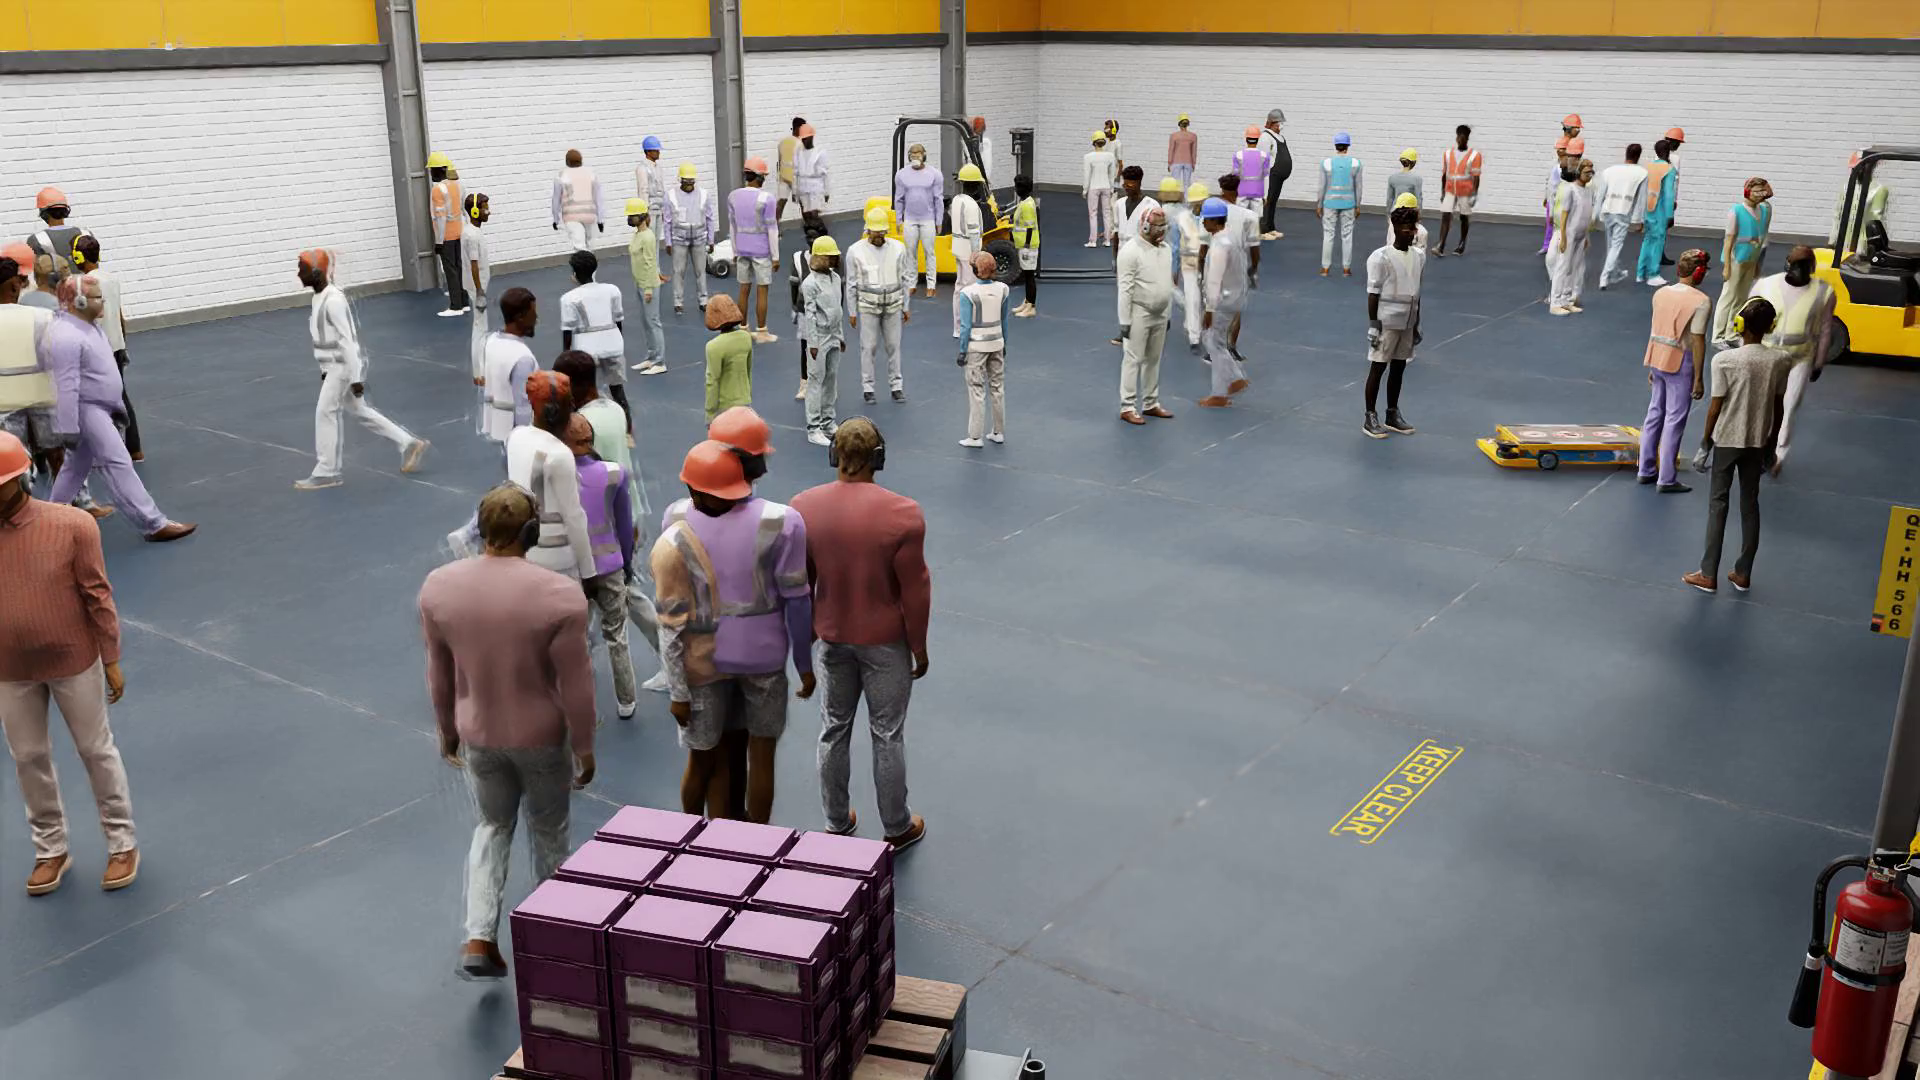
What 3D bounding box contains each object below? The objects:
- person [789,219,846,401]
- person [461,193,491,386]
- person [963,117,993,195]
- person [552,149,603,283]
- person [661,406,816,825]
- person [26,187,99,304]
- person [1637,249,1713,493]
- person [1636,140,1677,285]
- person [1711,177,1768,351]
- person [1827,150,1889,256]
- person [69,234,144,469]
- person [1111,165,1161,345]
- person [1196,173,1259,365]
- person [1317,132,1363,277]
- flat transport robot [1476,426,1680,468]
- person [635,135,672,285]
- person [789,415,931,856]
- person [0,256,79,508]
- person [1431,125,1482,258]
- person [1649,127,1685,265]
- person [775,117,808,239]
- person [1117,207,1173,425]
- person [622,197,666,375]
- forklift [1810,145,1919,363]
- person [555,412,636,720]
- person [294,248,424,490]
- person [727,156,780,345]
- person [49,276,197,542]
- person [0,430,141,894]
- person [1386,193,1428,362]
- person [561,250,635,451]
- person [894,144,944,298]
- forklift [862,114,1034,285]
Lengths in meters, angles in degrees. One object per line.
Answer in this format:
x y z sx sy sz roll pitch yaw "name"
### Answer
-1.321 -2.128 15.467 0.537 1.696 0.321 3 18 9 "person"
-4.653 -2.423 16.134 0.325 1.861 0.512 -6 19 -17 "person"
0.363 -5.990 27.290 0.596 1.848 0.874 14 22 36 "person"
-5.006 -4.208 21.836 0.631 1.794 0.968 -13 22 -35 "person"
-0.902 0.457 6.859 0.630 2.031 0.459 4 18 13 "person"
-7.991 -2.123 14.892 0.379 2.041 0.616 10 20 29 "person"
5.390 -1.270 12.567 0.394 1.836 0.560 -5 18 -15 "person"
9.293 -4.366 22.192 0.368 1.868 0.809 -3 18 -8 "person"
8.354 -2.951 17.803 0.579 1.842 0.382 -10 20 -29 "person"
10.203 -3.434 19.025 0.431 2.019 0.637 -7 19 -20 "person"
-6.820 -1.491 13.227 0.332 1.857 0.528 3 18 9 "person"
1.879 -3.061 17.977 0.380 1.953 0.611 -17 24 -42 "person"
2.749 -2.774 17.109 0.635 1.947 0.424 0 18 0 "person"
5.177 -4.571 22.719 0.602 1.938 0.401 3 18 9 "person"
5.013 -0.770 13.525 1.431 0.197 0.652 0 18 1 "flat transport robot"
-4.079 -4.373 22.084 0.402 1.949 0.605 4 18 11 "person"
-0.422 0.425 7.103 0.627 1.935 0.372 5 18 16 "person"
-6.398 -0.955 11.367 0.608 1.963 0.370 -10 20 -28 "person"
7.301 -5.106 24.423 0.626 1.910 0.995 13 22 35 "person"
10.108 -4.919 23.823 0.373 1.929 0.542 -4 18 -12 "person"
-2.647 -5.754 26.496 0.698 1.890 1.038 12 21 33 "person"
1.666 -1.978 14.682 0.644 1.899 0.400 -15 23 -39 "person"
-3.174 -2.541 16.663 0.336 1.758 0.516 -8 19 -24 "person"
9.803 -2.879 17.013 2.313 2.155 1.214 12 21 33 "forklift"
-1.893 0.157 8.416 0.514 1.639 0.314 -7 19 -22 "person"
-4.670 -1.329 12.748 0.942 1.846 0.590 -9 20 -25 "person"
-2.220 -3.146 18.118 0.611 2.032 0.411 10 20 27 "person"
-5.870 -0.868 11.286 1.027 1.849 0.660 -5 18 -16 "person"
-3.751 0.503 6.780 0.630 1.980 0.410 -4 18 -12 "person"
4.568 -2.713 17.223 0.295 1.744 0.491 -14 23 -38 "person"
-2.962 -1.513 13.563 0.578 1.677 0.422 -13 22 -35 "person"
-0.522 -4.038 21.078 0.635 1.929 0.385 3 18 11 "person"
-0.171 -4.594 22.377 2.313 2.155 1.214 1 18 3 "forklift"
